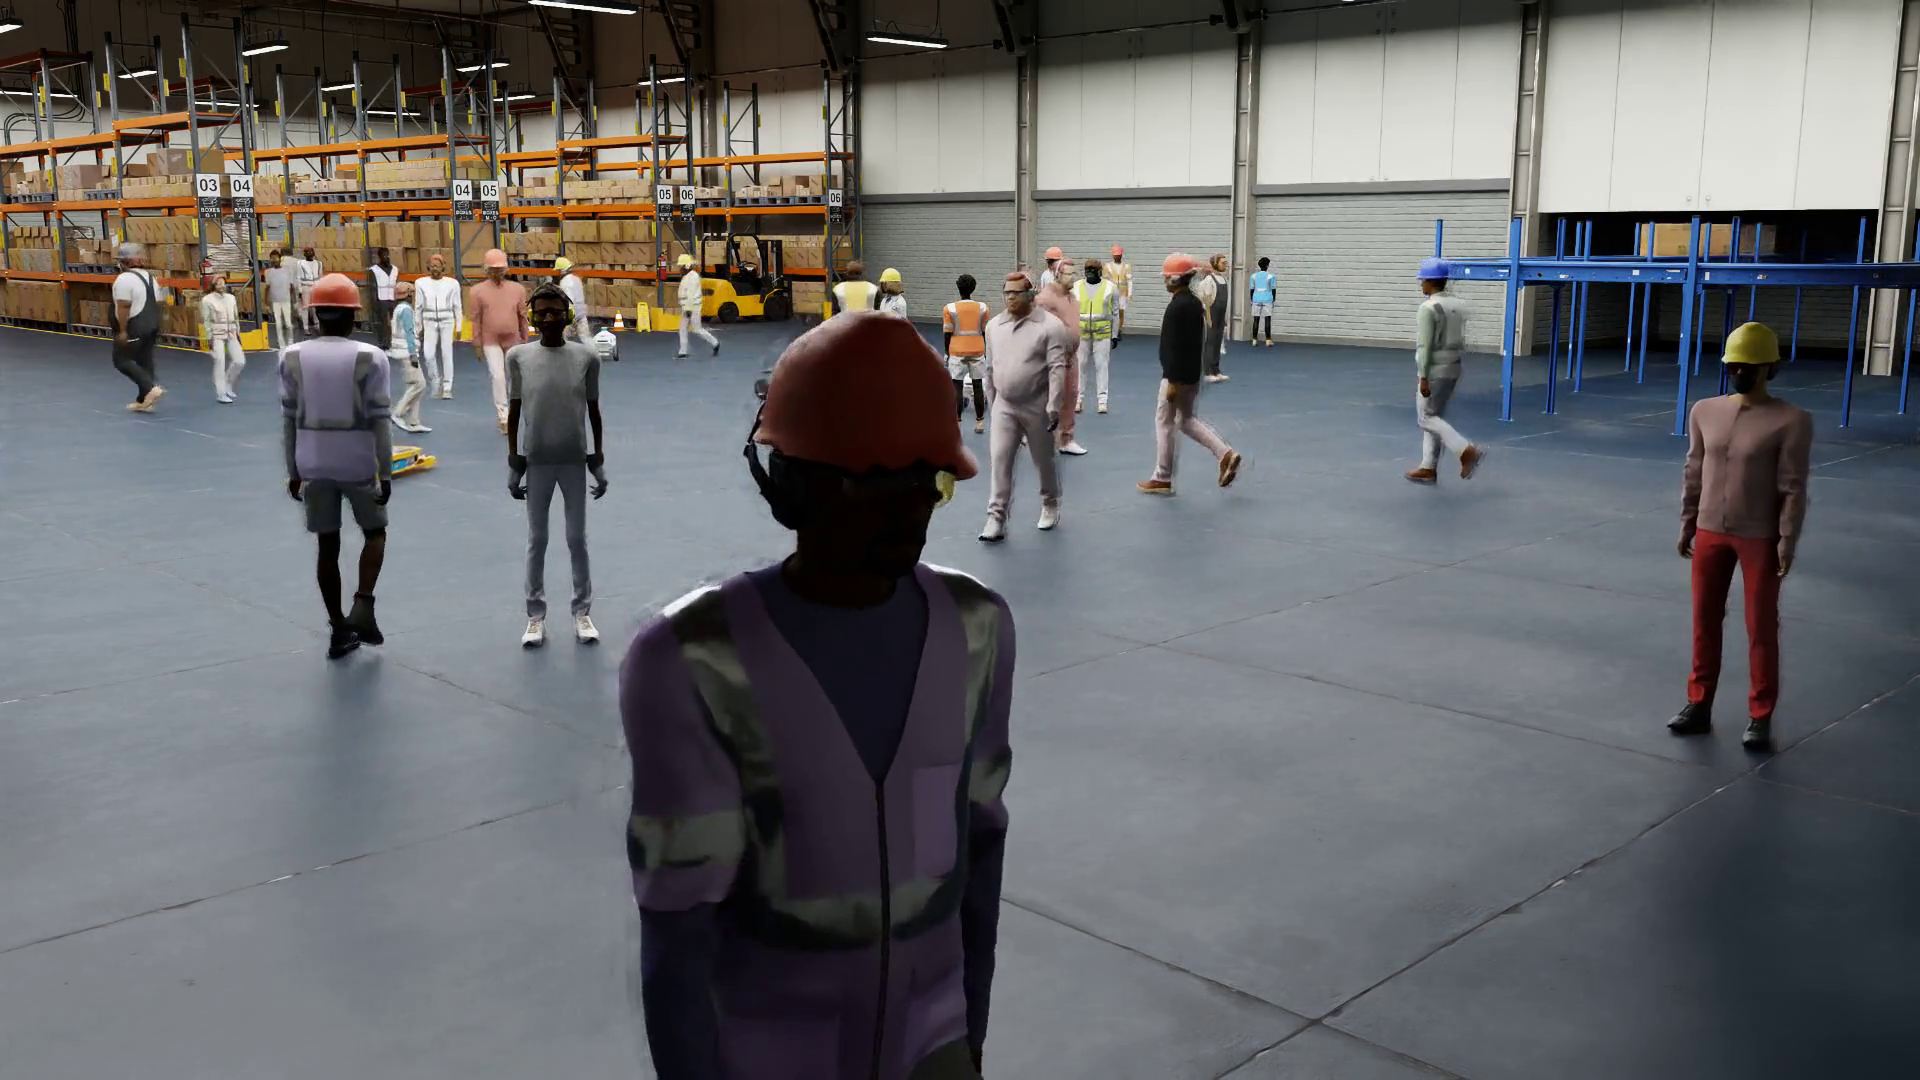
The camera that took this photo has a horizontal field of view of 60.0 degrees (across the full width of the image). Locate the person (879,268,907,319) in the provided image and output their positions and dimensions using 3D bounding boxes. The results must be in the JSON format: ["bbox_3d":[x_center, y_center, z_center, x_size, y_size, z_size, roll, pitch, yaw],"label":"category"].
[{"bbox_3d":[-0.770,-2.159,18.608,0.289,1.746,0.487,-7,12,-32],"label":"person"}]

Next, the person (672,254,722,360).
[{"bbox_3d":[-4.525,-3.984,28.425,0.775,1.799,0.586,-6,12,-28],"label":"person"}]

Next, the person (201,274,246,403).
[{"bbox_3d":[-9.335,-2.553,21.081,0.375,1.626,0.541,5,12,26],"label":"person"}]

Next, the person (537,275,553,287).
[{"bbox_3d":[-11.724,-7.409,46.863,0.634,1.897,1.006,-8,13,-36],"label":"person"}]

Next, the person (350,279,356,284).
[{"bbox_3d":[-15.418,-6.500,41.748,0.542,1.939,0.364,-10,14,-42],"label":"person"}]

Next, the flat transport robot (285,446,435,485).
[{"bbox_3d":[-5.245,-0.667,14.609,0.652,0.197,1.431,2,11,8],"label":"flat transport robot"}]

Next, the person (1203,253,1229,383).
[{"bbox_3d":[3.716,-3.217,24.099,0.341,1.846,0.510,8,13,36],"label":"person"}]

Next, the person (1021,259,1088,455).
[{"bbox_3d":[0.914,-1.776,16.127,0.620,1.887,0.655,7,13,35],"label":"person"}]

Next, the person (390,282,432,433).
[{"bbox_3d":[-5.911,-1.940,17.763,0.410,1.614,0.562,-5,12,-26],"label":"person"}]

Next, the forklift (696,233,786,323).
[{"bbox_3d":[-5.496,-6.489,41.108,2.313,2.155,1.214,-10,14,-44],"label":"forklift"}]

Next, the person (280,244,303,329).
[{"bbox_3d":[-15.129,-5.717,37.586,0.890,1.910,0.638,10,14,43],"label":"person"}]

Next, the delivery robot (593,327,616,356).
[{"bbox_3d":[-6.080,-3.391,28.431,0.477,0.478,0.707,-1,10,-7],"label":"delivery robot"}]

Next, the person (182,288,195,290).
[{"bbox_3d":[-21.551,-7.405,46.425,0.633,2.032,0.420,5,12,26],"label":"person"}]

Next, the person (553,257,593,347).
[{"bbox_3d":[-5.950,-3.419,25.429,0.942,1.770,0.605,4,11,21],"label":"person"}]

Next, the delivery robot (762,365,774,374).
[{"bbox_3d":[-2.245,-2.265,21.575,0.698,0.223,0.335,7,12,31],"label":"delivery robot"}]

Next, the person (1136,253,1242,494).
[{"bbox_3d":[1.876,-1.350,13.596,0.771,1.974,0.625,5,12,27],"label":"person"}]

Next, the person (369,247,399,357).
[{"bbox_3d":[-9.992,-4.159,29.081,0.577,1.898,0.633,7,12,32],"label":"person"}]

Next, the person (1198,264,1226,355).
[{"bbox_3d":[4.456,-4.057,29.344,0.564,1.606,0.372,-1,10,-8],"label":"person"}]

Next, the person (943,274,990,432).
[{"bbox_3d":[0.068,-1.998,17.860,0.535,1.697,0.318,-3,11,-16],"label":"person"}]

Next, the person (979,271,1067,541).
[{"bbox_3d":[0.457,-0.956,11.752,0.650,1.866,0.982,4,11,23],"label":"person"}]

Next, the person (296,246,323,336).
[{"bbox_3d":[-13.810,-5.306,35.397,0.576,1.881,0.354,-10,14,-44],"label":"person"}]

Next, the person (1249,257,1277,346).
[{"bbox_3d":[5.793,-4.551,31.792,0.529,1.692,0.321,6,12,28],"label":"person"}]

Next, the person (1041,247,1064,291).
[{"bbox_3d":[1.370,-3.342,24.559,0.373,1.929,0.542,0,10,-2],"label":"person"}]

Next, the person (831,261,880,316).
[{"bbox_3d":[-1.296,-2.567,20.733,0.626,1.791,1.017,-1,10,-7],"label":"person"}]

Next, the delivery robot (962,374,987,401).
[{"bbox_3d":[0.224,-1.908,20.345,0.477,0.478,0.707,2,10,10],"label":"delivery robot"}]

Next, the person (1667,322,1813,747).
[{"bbox_3d":[3.249,-0.027,6.950,0.344,1.760,0.529,-8,13,-36],"label":"person"}]

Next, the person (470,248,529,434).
[{"bbox_3d":[-4.960,-2.149,17.936,0.606,1.974,0.650,-5,12,-27],"label":"person"}]

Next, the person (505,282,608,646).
[{"bbox_3d":[-2.094,-0.393,8.635,0.511,1.872,0.329,-3,11,-16],"label":"person"}]

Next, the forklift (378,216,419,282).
[{"bbox_3d":[-17.868,-9.201,54.028,1.873,2.768,1.129,-10,14,-44],"label":"forklift"}]

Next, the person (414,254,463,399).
[{"bbox_3d":[-6.741,-2.747,21.484,0.624,1.861,0.599,-2,11,-10],"label":"person"}]

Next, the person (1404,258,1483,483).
[{"bbox_3d":[4.140,-1.423,14.127,0.685,1.925,0.626,10,15,44],"label":"person"}]

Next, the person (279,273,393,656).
[{"bbox_3d":[-3.130,-0.373,8.398,0.559,1.924,0.447,-1,10,-6],"label":"person"}]

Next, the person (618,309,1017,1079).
[{"bbox_3d":[-0.103,0.719,2.204,0.614,2.012,0.890,-6,12,-29],"label":"person"}]

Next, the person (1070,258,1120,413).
[{"bbox_3d":[1.586,-2.445,19.912,0.630,1.840,0.429,2,11,12],"label":"person"}]

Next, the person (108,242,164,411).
[{"bbox_3d":[-9.893,-2.528,19.930,0.549,2.000,0.710,1,10,6],"label":"person"}]

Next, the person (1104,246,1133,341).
[{"bbox_3d":[3.171,-4.922,33.262,0.569,1.885,0.967,0,10,2],"label":"person"}]

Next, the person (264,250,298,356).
[{"bbox_3d":[-11.972,-4.176,29.307,0.548,1.853,0.430,-2,11,-10],"label":"person"}]
